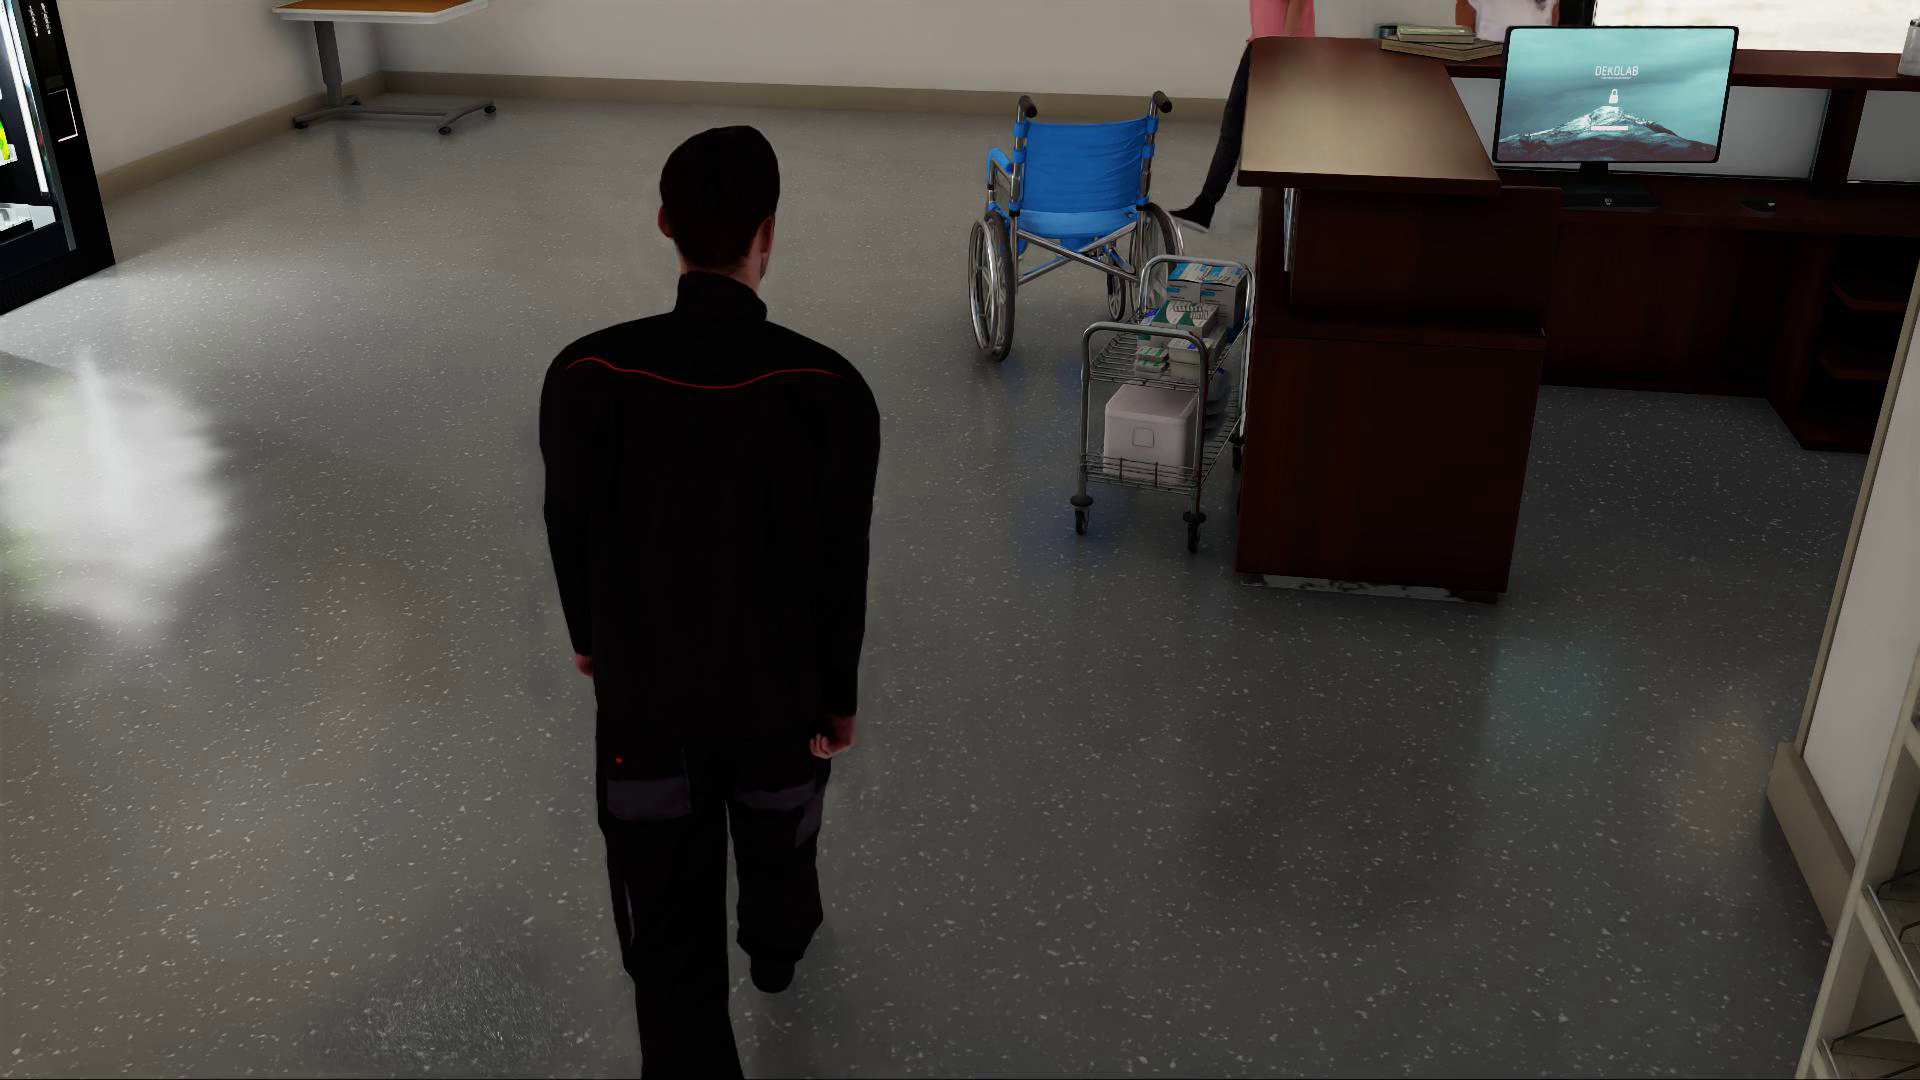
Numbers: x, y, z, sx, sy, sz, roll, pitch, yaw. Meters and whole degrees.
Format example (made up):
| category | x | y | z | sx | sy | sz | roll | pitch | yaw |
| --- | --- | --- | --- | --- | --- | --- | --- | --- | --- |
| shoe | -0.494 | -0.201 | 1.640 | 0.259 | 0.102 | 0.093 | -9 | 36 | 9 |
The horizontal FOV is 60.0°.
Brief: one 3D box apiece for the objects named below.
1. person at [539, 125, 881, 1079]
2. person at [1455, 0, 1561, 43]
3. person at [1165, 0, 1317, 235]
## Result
| category | x | y | z | sx | sy | sz | roll | pitch | yaw |
| --- | --- | --- | --- | --- | --- | --- | --- | --- | --- |
| person | -0.407 | 0.334 | 2.753 | 0.945 | 1.850 | 1.332 | -3 | 26 | -7 |
| person | 2.614 | -2.062 | 7.925 | 0.979 | 1.673 | 0.821 | -10 | 28 | -20 |
| person | 1.730 | -2.486 | 8.519 | 1.152 | 1.921 | 1.168 | -12 | 28 | -23 |
